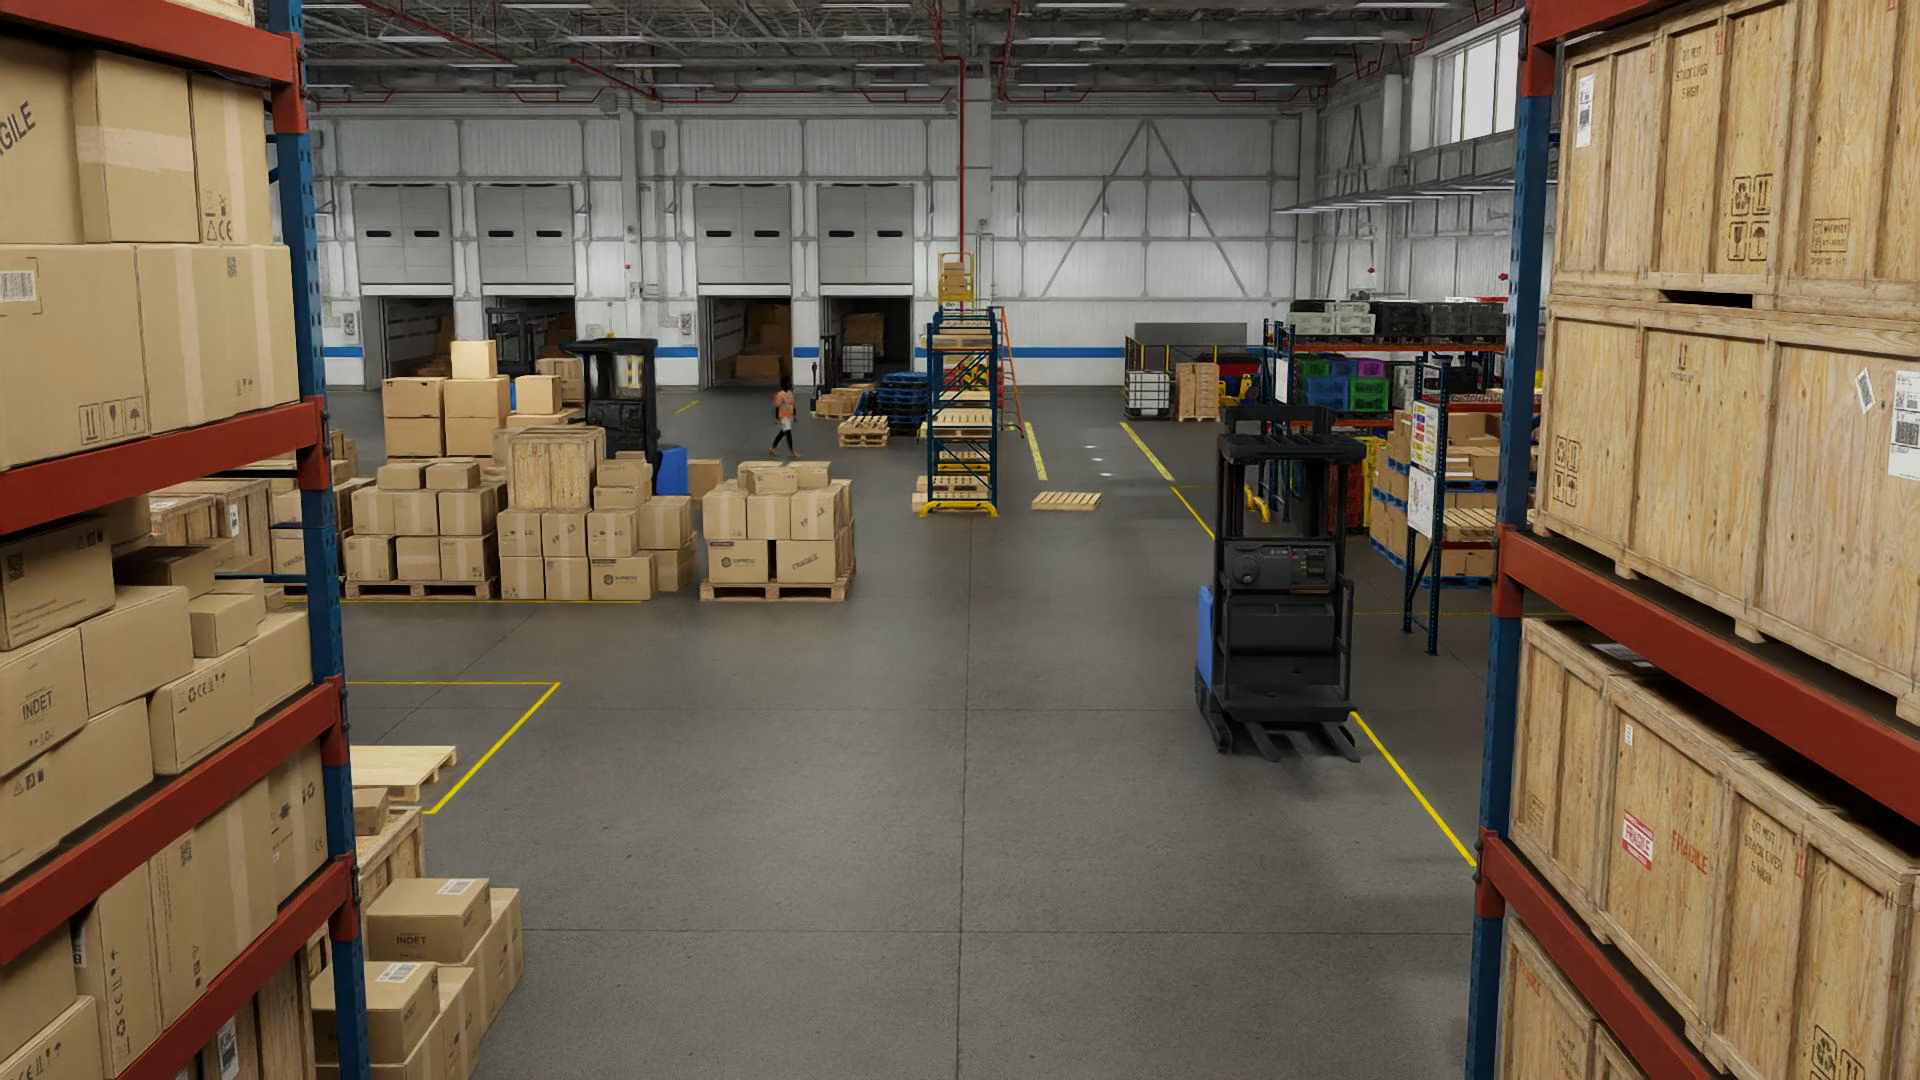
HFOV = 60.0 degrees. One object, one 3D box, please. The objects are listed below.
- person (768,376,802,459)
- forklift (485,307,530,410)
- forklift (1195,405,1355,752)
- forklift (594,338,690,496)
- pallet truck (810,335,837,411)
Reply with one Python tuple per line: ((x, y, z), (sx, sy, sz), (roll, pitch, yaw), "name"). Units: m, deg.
((-3.575, -2.485, 33.559), (0.840, 1.667, 0.548), (5, 11, 26), "person")
((-10.754, -4.150, 39.646), (1.129, 2.768, 1.873), (0, 10, 1), "forklift")
((2.694, 0.232, 14.361), (1.129, 2.768, 1.873), (0, 10, 1), "forklift")
((-5.075, -1.703, 25.527), (1.129, 2.768, 1.873), (4, 10, 20), "forklift")
((-3.021, -4.312, 43.126), (1.885, 1.965, 0.823), (3, 10, 17), "pallet truck")
